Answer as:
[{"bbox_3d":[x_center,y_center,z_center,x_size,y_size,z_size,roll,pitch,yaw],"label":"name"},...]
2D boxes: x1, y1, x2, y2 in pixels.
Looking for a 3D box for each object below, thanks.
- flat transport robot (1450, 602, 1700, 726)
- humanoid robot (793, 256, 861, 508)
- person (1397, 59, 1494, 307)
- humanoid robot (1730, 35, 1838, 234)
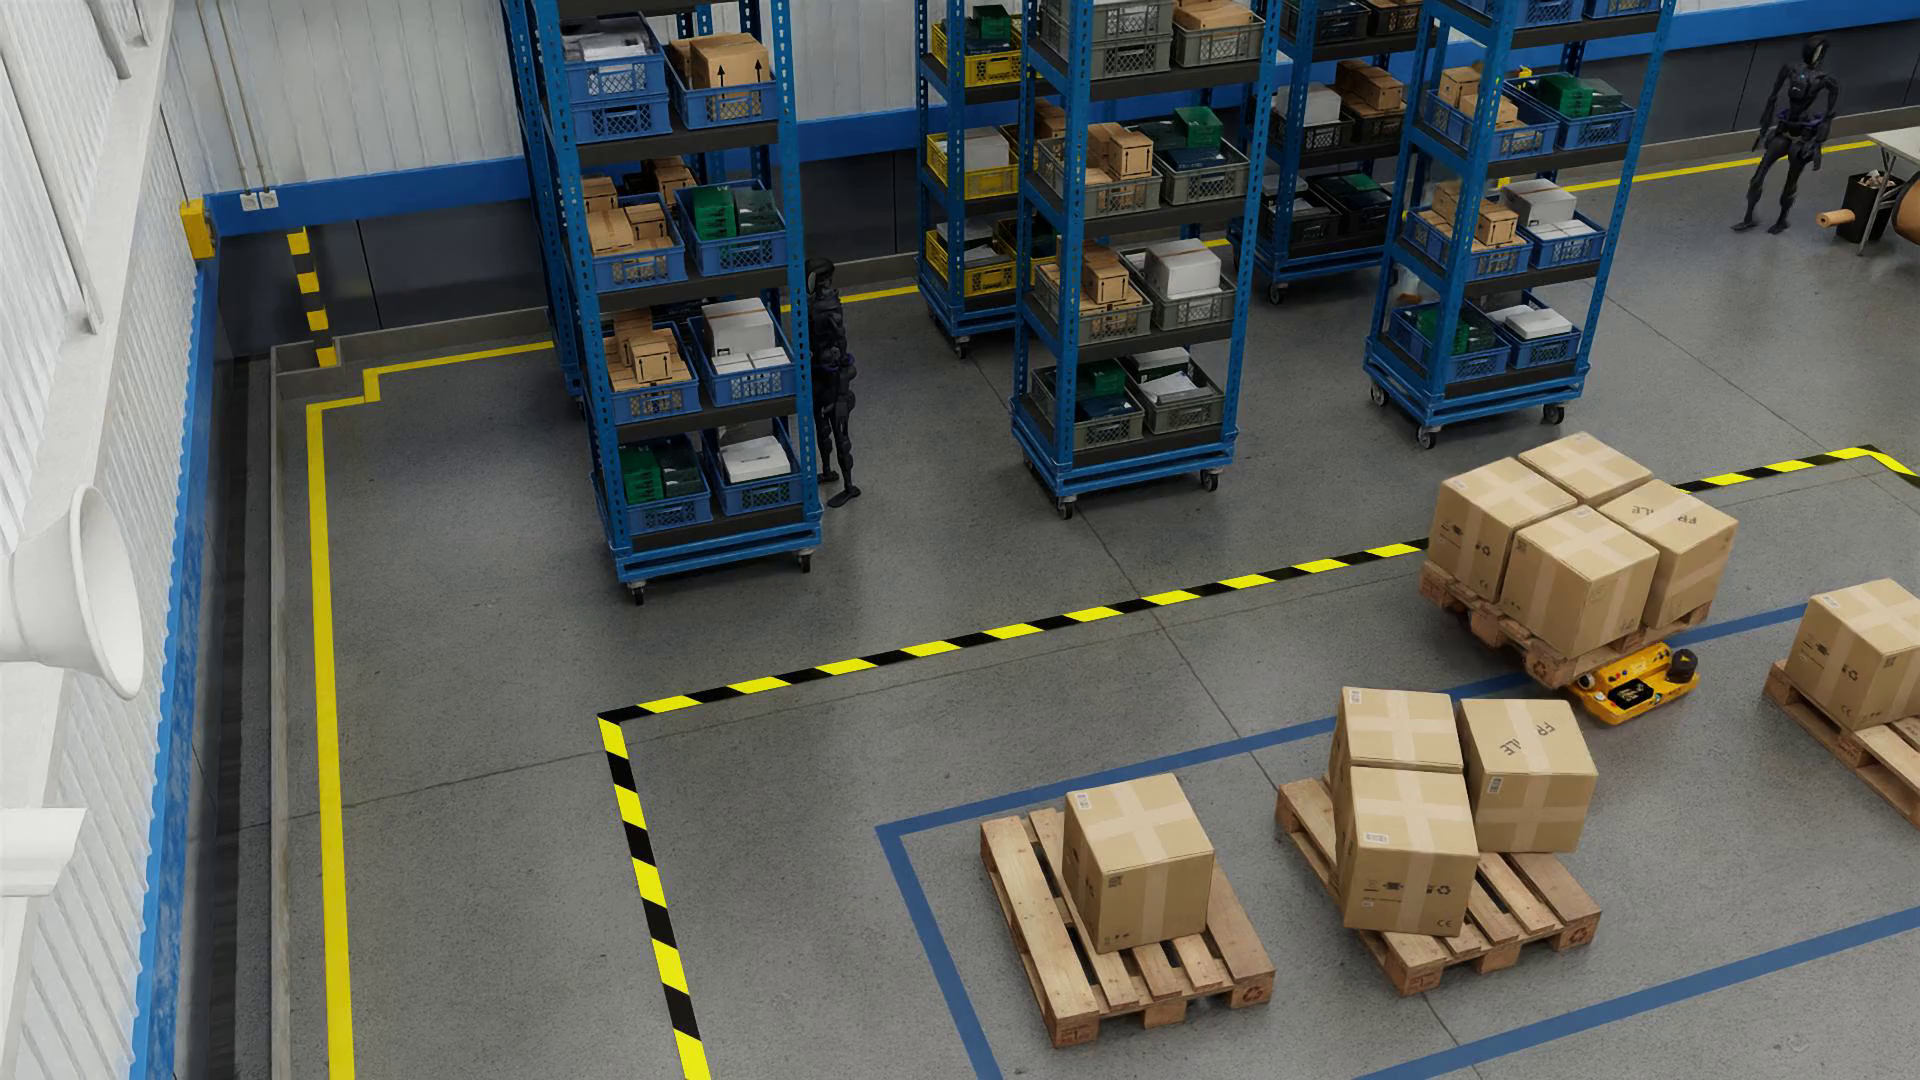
[{"bbox_3d":[3.378,0.464,9.374,0.652,0.197,1.431,-18,39,-24],"label":"flat transport robot"},{"bbox_3d":[-0.824,-0.974,10.201,0.315,1.657,0.599,-21,40,-27],"label":"humanoid robot"},{"bbox_3d":[3.688,-2.651,12.414,0.629,1.893,1.013,26,43,32],"label":"person"},{"bbox_3d":[6.706,-3.232,13.428,0.623,1.643,0.601,-23,41,-29],"label":"humanoid robot"}]
